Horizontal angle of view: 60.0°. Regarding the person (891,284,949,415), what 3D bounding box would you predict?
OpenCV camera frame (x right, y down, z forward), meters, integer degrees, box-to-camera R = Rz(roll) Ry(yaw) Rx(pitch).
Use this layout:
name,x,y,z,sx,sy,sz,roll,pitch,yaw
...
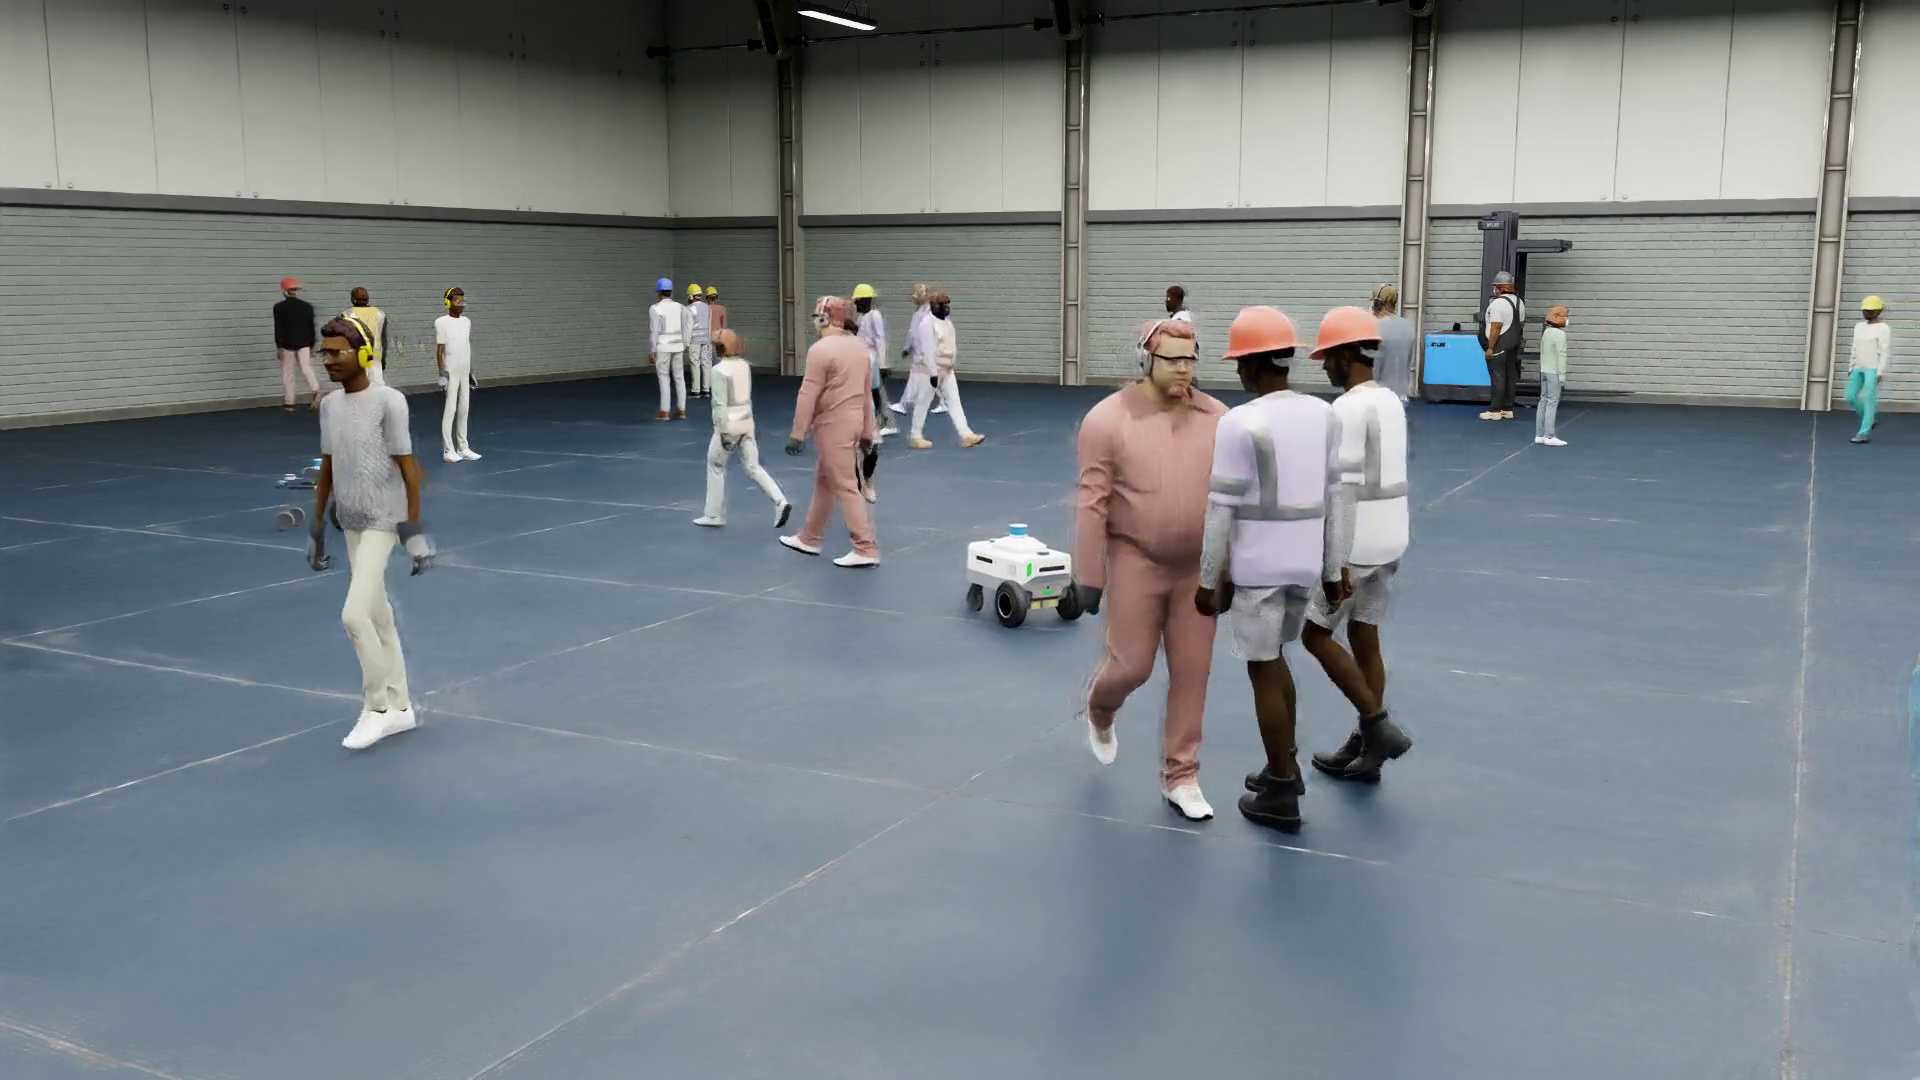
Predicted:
name,x,y,z,sx,sy,sz,roll,pitch,yaw
person,-0.569,-2.726,23.827,1.020,1.847,0.654,-2,9,-13

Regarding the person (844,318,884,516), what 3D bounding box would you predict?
name,x,y,z,sx,sy,sz,roll,pitch,yaw
person,-0.913,-1.022,13.870,0.557,1.661,0.534,-2,10,-14

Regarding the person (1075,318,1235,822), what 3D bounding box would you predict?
name,x,y,z,sx,sy,sz,roll,pitch,yaw
person,0.742,0.083,6.415,0.645,1.878,0.716,-3,10,-16

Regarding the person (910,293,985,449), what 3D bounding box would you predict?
name,x,y,z,sx,sy,sz,roll,pitch,yaw
person,-0.201,-1.936,19.127,0.972,1.786,0.644,5,11,30

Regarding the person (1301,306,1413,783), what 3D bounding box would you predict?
name,x,y,z,sx,sy,sz,roll,pitch,yaw
person,1.582,0.021,6.698,0.476,1.907,0.573,8,12,39

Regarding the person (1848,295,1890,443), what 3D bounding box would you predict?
name,x,y,z,sx,sy,sz,roll,pitch,yaw
person,10.837,-2.039,19.862,0.388,1.753,0.552,-3,10,-15

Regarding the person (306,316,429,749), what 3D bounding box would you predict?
name,x,y,z,sx,sy,sz,roll,pitch,yaw
person,-2.617,-0.028,7.164,0.566,1.848,0.614,6,11,32

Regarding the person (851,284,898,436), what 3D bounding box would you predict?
name,x,y,z,sx,sy,sz,roll,pitch,yaw
person,-1.196,-2.200,20.497,0.983,1.873,0.611,-3,10,-20

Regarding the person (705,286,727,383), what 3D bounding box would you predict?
name,x,y,z,sx,sy,sz,roll,pitch,yaw
person,-4.334,-3.547,29.129,0.525,1.772,0.309,-5,11,-30

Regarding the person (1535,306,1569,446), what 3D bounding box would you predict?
name,x,y,z,sx,sy,sz,roll,pitch,yaw
person,7.019,-1.945,19.665,0.284,1.632,0.502,-1,9,-5

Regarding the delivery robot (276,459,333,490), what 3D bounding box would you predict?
name,x,y,z,sx,sy,sz,roll,pitch,yaw
delivery robot,-5.110,-0.537,13.340,0.698,0.223,0.335,-1,9,-4

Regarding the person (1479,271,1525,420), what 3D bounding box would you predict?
name,x,y,z,sx,sy,sz,roll,pitch,yaw
person,7.469,-2.680,23.077,0.673,2.000,0.535,-8,12,-40

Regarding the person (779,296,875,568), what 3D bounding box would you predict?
name,x,y,z,sx,sy,sz,roll,pitch,yaw
person,-0.974,-0.755,11.617,0.950,1.866,0.650,4,10,23

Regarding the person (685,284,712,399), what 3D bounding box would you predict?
name,x,y,z,sx,sy,sz,roll,pitch,yaw
person,-4.262,-3.211,26.857,0.403,1.835,0.586,6,11,31

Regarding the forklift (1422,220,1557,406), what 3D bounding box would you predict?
name,x,y,z,sx,sy,sz,roll,pitch,yaw
forklift,8.245,-3.527,25.720,1.873,2.768,1.129,5,10,27

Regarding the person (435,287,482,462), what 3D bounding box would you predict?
name,x,y,z,sx,sy,sz,roll,pitch,yaw
person,-5.430,-1.790,17.991,0.313,1.866,0.538,4,10,25

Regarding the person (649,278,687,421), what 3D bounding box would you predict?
name,x,y,z,sx,sy,sz,roll,pitch,yaw
person,-4.029,-2.629,22.919,0.404,1.945,0.615,9,13,43

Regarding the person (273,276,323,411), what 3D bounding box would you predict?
name,x,y,z,sx,sy,sz,roll,pitch,yaw
person,-9.679,-2.858,24.286,0.852,1.971,0.620,8,12,42

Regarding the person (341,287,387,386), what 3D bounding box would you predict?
name,x,y,z,sx,sy,sz,roll,pitch,yaw
person,-7.621,-2.305,21.248,0.429,1.845,0.621,8,12,42

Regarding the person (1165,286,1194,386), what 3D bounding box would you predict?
name,x,y,z,sx,sy,sz,roll,pitch,yaw
person,2.736,-2.192,20.481,1.004,1.877,0.595,2,9,10

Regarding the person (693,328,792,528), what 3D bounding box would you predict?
name,x,y,z,sx,sy,sz,roll,pitch,yaw
person,-1.742,-0.881,13.193,0.811,1.598,0.526,5,11,29

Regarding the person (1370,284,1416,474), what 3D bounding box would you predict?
name,x,y,z,sx,sy,sz,roll,pitch,yaw
person,3.544,-1.166,13.925,0.627,1.940,0.376,-8,12,-40

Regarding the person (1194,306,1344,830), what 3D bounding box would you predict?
name,x,y,z,sx,sy,sz,roll,pitch,yaw
person,1.125,0.097,6.190,0.559,1.911,0.559,-6,11,-31

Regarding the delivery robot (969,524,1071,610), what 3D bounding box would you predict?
name,x,y,z,sx,sy,sz,roll,pitch,yaw
delivery robot,0.350,0.148,9.916,0.477,0.478,0.707,-6,11,-31
